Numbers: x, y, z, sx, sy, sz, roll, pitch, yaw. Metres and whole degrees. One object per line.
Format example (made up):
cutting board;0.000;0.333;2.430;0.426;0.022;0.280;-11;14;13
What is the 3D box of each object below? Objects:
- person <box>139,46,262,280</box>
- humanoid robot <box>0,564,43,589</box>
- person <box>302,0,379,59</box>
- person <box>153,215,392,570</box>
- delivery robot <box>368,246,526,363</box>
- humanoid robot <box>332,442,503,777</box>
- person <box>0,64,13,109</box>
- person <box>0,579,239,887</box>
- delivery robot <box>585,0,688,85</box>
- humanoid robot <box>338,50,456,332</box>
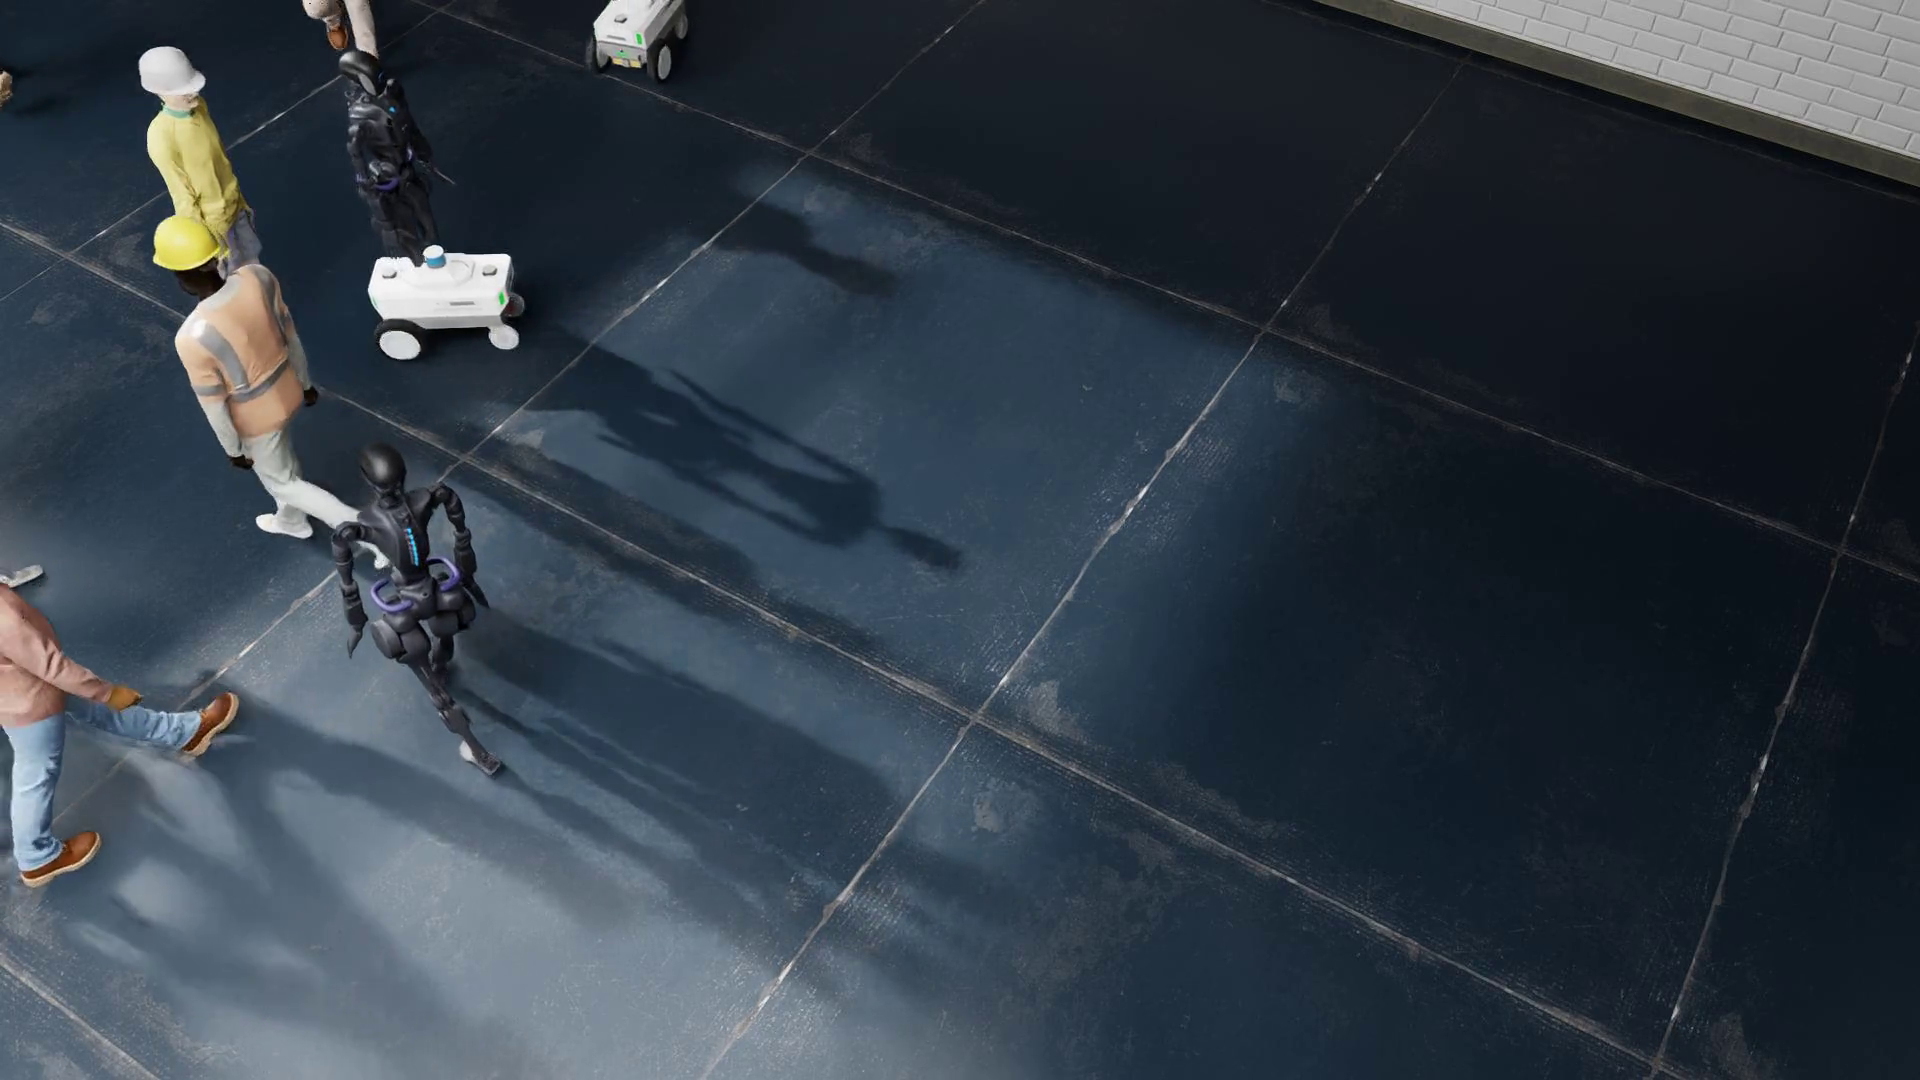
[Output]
person;-3.615;-1.570;8.121;0.407;1.891;0.494;4;49;3
humanoid robot;-4.557;-0.314;7.116;0.543;1.783;0.781;24;53;20
person;-3.775;-3.617;9.840;0.614;1.977;0.595;-12;50;-10
person;-2.990;-0.594;7.256;0.792;1.897;0.585;13;50;11
delivery robot;-2.713;-1.288;8.740;0.758;0.577;0.499;-2;49;-2
humanoid robot;-2.202;0.251;6.697;0.617;1.621;0.782;-32;56;-25
person;-5.976;-3.452;9.726;0.660;1.934;0.697;-33;56;-25
person;-3.465;0.490;6.283;0.620;1.927;1.071;35;58;27
delivery robot;-2.020;-3.252;10.480;0.499;0.613;0.803;12;50;11
humanoid robot;-2.848;-1.771;8.434;0.398;1.654;0.600;10;50;8
